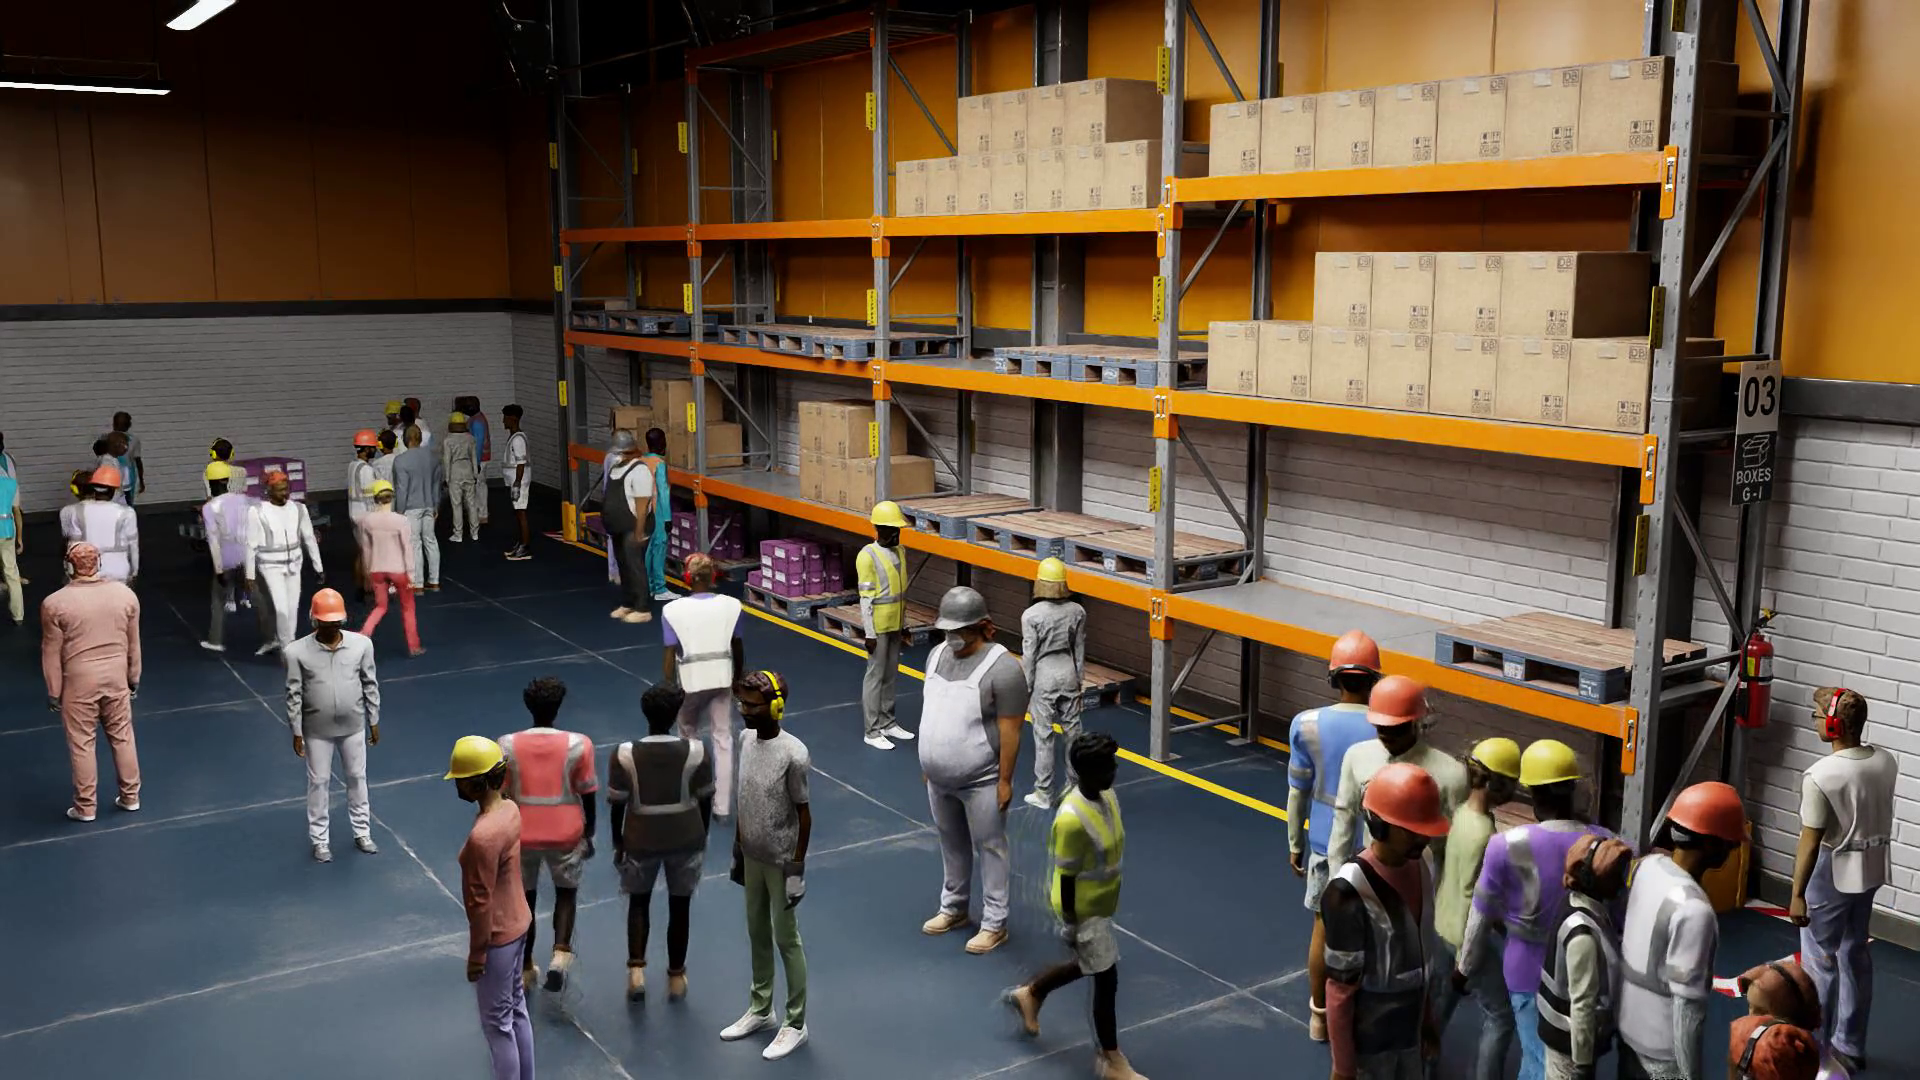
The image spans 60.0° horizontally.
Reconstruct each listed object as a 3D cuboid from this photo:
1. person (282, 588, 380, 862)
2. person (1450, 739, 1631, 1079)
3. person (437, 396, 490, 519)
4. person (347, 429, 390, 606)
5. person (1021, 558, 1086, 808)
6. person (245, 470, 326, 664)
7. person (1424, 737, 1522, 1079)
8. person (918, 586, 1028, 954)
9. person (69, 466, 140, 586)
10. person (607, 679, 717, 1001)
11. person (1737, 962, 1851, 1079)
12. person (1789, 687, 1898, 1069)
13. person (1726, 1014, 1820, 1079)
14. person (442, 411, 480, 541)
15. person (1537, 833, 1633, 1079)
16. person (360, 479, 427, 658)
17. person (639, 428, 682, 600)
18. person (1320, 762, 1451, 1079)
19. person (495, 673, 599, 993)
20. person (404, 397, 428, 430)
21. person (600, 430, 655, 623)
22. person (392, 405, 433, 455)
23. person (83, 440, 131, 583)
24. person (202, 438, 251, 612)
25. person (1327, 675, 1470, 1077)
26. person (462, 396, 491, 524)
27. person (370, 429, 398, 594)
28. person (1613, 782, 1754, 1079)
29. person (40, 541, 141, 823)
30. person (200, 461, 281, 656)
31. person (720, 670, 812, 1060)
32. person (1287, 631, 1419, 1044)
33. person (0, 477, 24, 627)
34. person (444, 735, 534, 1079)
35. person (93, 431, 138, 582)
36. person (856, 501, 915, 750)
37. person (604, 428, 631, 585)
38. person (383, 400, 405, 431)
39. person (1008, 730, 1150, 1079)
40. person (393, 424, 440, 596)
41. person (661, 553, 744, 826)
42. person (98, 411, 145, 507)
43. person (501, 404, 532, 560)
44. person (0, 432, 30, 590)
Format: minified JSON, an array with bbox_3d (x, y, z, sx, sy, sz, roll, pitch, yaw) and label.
[{"bbox_3d":[-3.942,1.157,10.494,0.566,1.744,0.350,-6,11,-32],"label":"person"},{"bbox_3d":[2.388,1.753,6.673,0.604,1.868,1.010,-2,10,-9],"label":"person"},{"bbox_3d":[-7.285,-1.177,24.027,0.790,1.814,0.630,-3,10,-16],"label":"person"},{"bbox_3d":[-6.475,-0.244,18.188,0.387,1.929,0.543,-7,12,-37],"label":"person"},{"bbox_3d":[0.632,0.987,11.518,0.487,1.736,0.321,-4,10,-22],"label":"person"},{"bbox_3d":[-6.191,0.282,15.272,0.577,1.862,0.712,8,12,38],"label":"person"},{"bbox_3d":[2.299,1.713,7.272,0.642,1.731,0.523,1,10,6],"label":"person"},{"bbox_3d":[0.018,1.235,9.168,0.683,2.000,0.535,9,13,42],"label":"person"},{"bbox_3d":[-7.743,0.291,15.098,0.557,1.908,0.517,-3,10,-16],"label":"person"},{"bbox_3d":[-1.505,1.532,8.472,0.547,1.684,0.390,-1,10,-6],"label":"person"},{"bbox_3d":[2.564,2.112,5.287,0.827,1.593,0.537,-3,10,-17],"label":"person"},{"bbox_3d":[4.068,1.590,7.693,0.560,1.836,0.394,-5,11,-26],"label":"person"},{"bbox_3d":[2.066,2.141,4.320,0.576,1.879,0.354,-4,10,-21],"label":"person"},{"bbox_3d":[-6.701,-0.853,22.297,0.494,1.743,0.302,-9,13,-43],"label":"person"},{"bbox_3d":[2.365,1.915,6.363,0.314,1.636,0.516,3,10,18],"label":"person"},{"bbox_3d":[-5.383,0.296,15.586,0.546,1.730,0.661,2,10,9],"label":"person"},{"bbox_3d":[-3.382,-0.289,18.474,0.392,1.920,0.593,-7,12,-36],"label":"person"},{"bbox_3d":[1.557,1.778,6.035,0.612,2.029,0.407,-9,13,-44],"label":"person"},{"bbox_3d":[-2.137,1.529,8.502,0.587,1.673,0.504,-1,10,-8],"label":"person"},{"bbox_3d":[-7.586,-1.073,23.287,0.390,1.846,0.565,-2,10,-13],"label":"person"},{"bbox_3d":[-3.497,-0.164,17.380,0.541,2.000,0.764,-7,12,-37],"label":"person"},{"bbox_3d":[-7.200,-0.833,21.818,0.603,1.872,1.004,-2,10,-12],"label":"person"},{"bbox_3d":[-9.882,-0.321,19.297,0.540,1.698,0.317,-8,12,-38],"label":"person"},{"bbox_3d":[-7.875,-0.163,17.876,0.329,1.871,0.513,7,12,36],"label":"person"},{"bbox_3d":[1.972,1.557,7.476,0.508,1.969,0.623,-8,13,-41],"label":"person"},{"bbox_3d":[-6.918,-1.144,23.762,0.429,1.837,0.627,-3,10,-15],"label":"person"},{"bbox_3d":[-6.444,-0.325,18.836,0.312,1.866,0.538,7,12,37],"label":"person"},{"bbox_3d":[2.649,1.818,6.143,0.433,1.916,0.602,0,10,0],"label":"person"},{"bbox_3d":[-5.882,0.951,11.275,0.400,1.900,0.636,7,12,35],"label":"person"},{"bbox_3d":[-6.908,0.182,15.873,0.989,1.875,0.586,5,11,29],"label":"person"},{"bbox_3d":[-0.923,1.530,7.941,0.513,1.872,0.328,9,13,42],"label":"person"},{"bbox_3d":[1.875,1.443,7.989,0.610,2.039,0.397,4,10,21],"label":"person"},{"bbox_3d":[-9.852,0.008,16.957,0.390,1.840,0.565,9,13,41],"label":"person"},{"bbox_3d":[-2.043,1.708,7.245,0.338,1.752,0.528,-1,10,-3],"label":"person"},{"bbox_3d":[-9.770,-0.343,19.146,0.608,1.794,0.623,-4,10,-21],"label":"person"},{"bbox_3d":[-0.571,0.650,12.934,0.369,1.927,0.587,5,11,27],"label":"person"},{"bbox_3d":[-3.945,-0.389,19.313,0.349,1.836,0.517,-7,12,-35],"label":"person"},{"bbox_3d":[-7.797,-1.034,23.137,0.403,1.825,0.595,-6,11,-33],"label":"person"},{"bbox_3d":[0.545,1.674,7.731,0.758,1.669,0.537,5,11,25],"label":"person"},{"bbox_3d":[-6.114,-0.343,18.729,0.357,1.938,0.638,5,11,27],"label":"person"},{"bbox_3d":[-1.775,0.980,11.365,0.596,1.799,0.952,-4,11,-23],"label":"person"},{"bbox_3d":[-10.840,-0.753,21.506,0.526,1.814,0.498,-2,10,-10],"label":"person"},{"bbox_3d":[-5.585,-0.734,20.944,0.367,1.966,0.606,-3,10,-18],"label":"person"},{"bbox_3d":[-11.026,-0.356,19.092,0.429,1.843,0.631,2,10,11],"label":"person"}]
